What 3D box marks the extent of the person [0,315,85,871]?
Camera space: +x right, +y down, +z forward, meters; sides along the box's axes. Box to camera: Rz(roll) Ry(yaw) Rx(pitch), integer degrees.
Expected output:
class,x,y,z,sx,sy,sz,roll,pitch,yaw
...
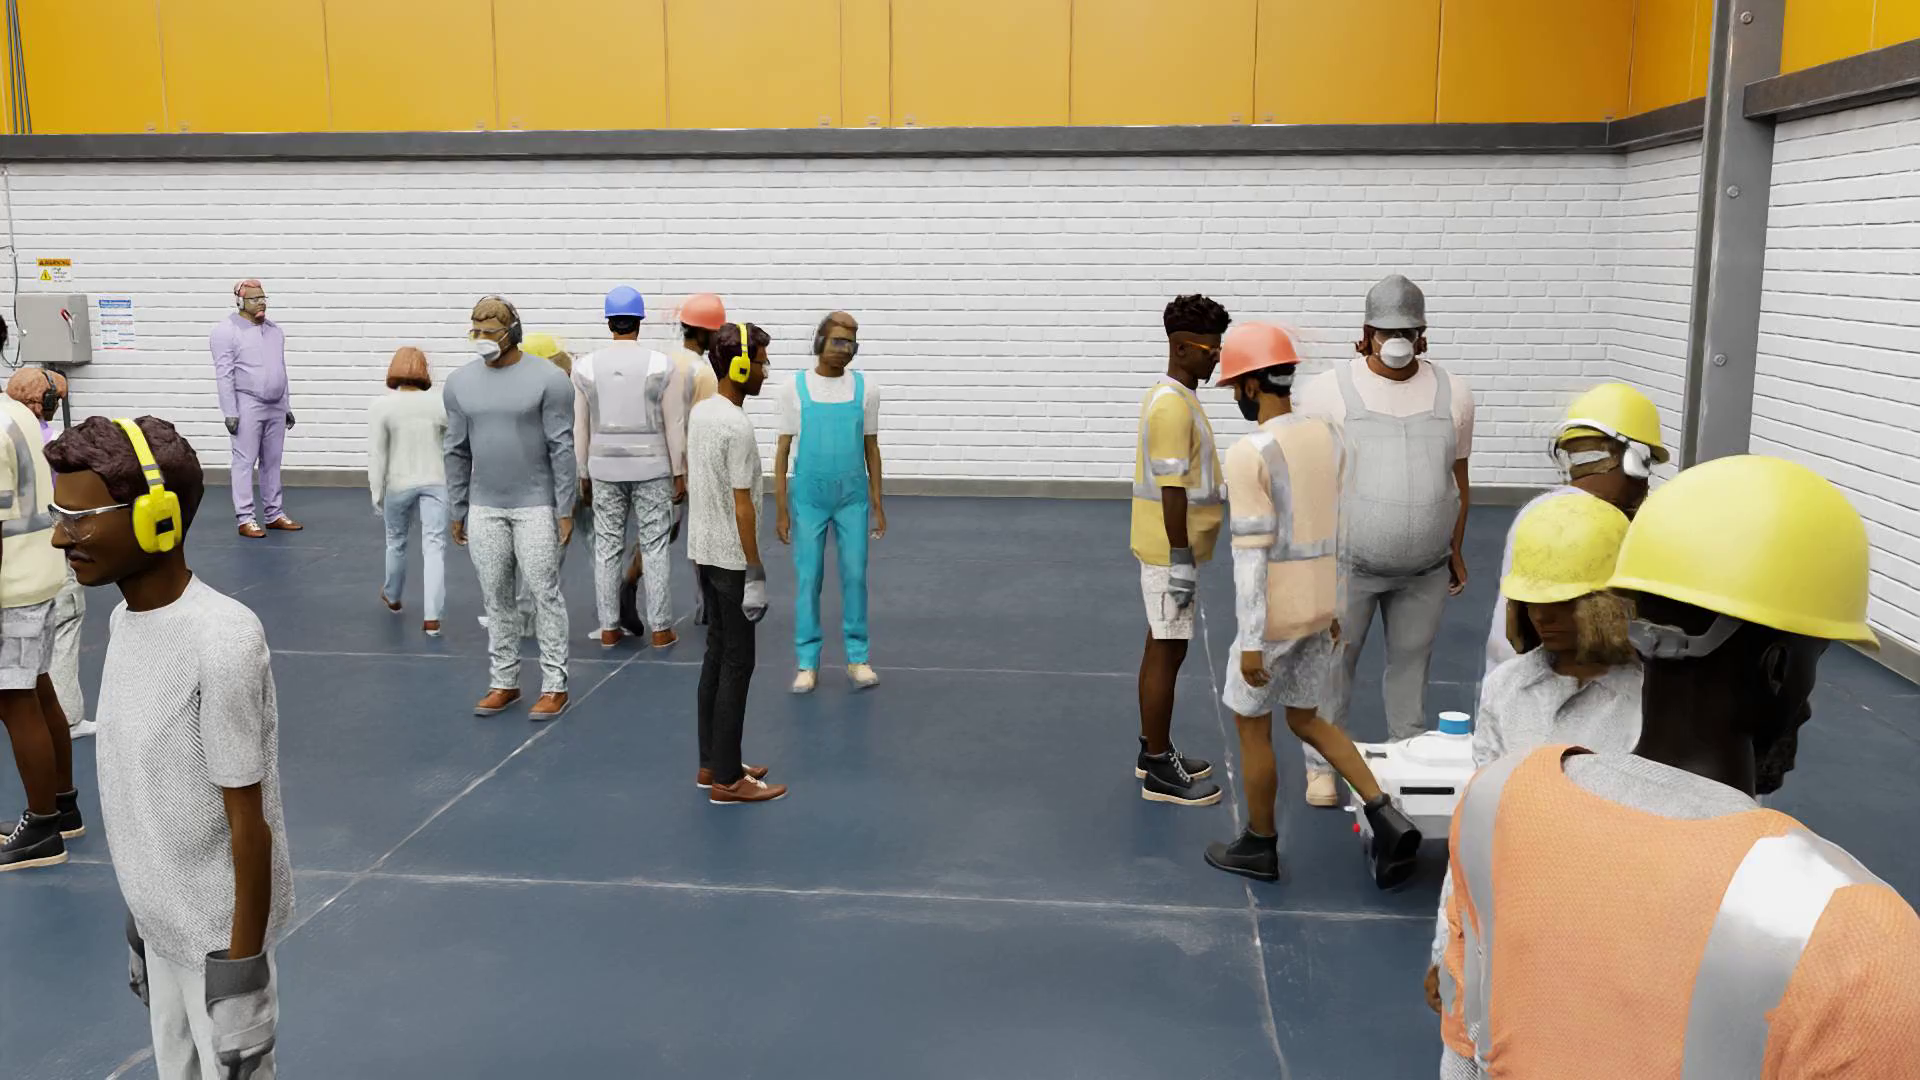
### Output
class,x,y,z,sx,sy,sz,roll,pitch,yaw
person,-3.304,0.159,5.755,0.373,1.958,0.598,-4,11,-20

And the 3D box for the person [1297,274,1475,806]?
class,x,y,z,sx,sy,sz,roll,pitch,yaw
person,1.622,0.018,6.310,0.684,2.000,0.535,0,10,-1

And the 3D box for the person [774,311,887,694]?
class,x,y,z,sx,sy,sz,roll,pitch,yaw
person,-0.627,-0.175,8.020,0.543,1.832,0.345,-2,10,-13

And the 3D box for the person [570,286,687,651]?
class,x,y,z,sx,sy,sz,roll,pitch,yaw
person,-1.746,-0.368,8.824,0.604,1.939,0.414,0,10,2

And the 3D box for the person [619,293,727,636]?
class,x,y,z,sx,sy,sz,roll,pitch,yaw
person,-1.562,-0.410,9.177,0.555,1.900,0.881,9,14,43

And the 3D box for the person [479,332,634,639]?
class,x,y,z,sx,sy,sz,roll,pitch,yaw
person,-2.186,-0.279,9.024,0.886,1.673,0.496,1,10,4

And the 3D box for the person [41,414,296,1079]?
class,x,y,z,sx,sy,sz,roll,pitch,yaw
person,-1.330,0.709,2.884,0.512,1.861,0.325,9,13,42

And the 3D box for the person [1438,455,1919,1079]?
class,x,y,z,sx,sy,sz,roll,pitch,yaw
person,0.766,0.865,1.806,0.373,1.921,0.585,-5,11,-26

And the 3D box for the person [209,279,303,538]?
class,x,y,z,sx,sy,sz,roll,pitch,yaw
person,-5.229,-0.981,12.412,0.408,1.908,0.641,4,11,22

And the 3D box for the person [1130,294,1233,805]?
class,x,y,z,sx,sy,sz,roll,pitch,yaw
person,0.848,0.031,6.466,0.376,1.959,0.600,1,10,4

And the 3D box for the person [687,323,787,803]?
class,x,y,z,sx,sy,sz,roll,pitch,yaw
person,-0.868,0.095,6.410,0.345,1.857,0.524,-5,11,-28

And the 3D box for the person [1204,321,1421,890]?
class,x,y,z,sx,sy,sz,roll,pitch,yaw
person,1.126,0.247,5.395,0.575,1.902,0.717,-9,13,-42

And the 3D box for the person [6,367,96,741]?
class,x,y,z,sx,sy,sz,roll,pitch,yaw
person,-3.956,0.071,7.181,0.519,1.631,0.325,1,10,8

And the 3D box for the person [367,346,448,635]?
class,x,y,z,sx,sy,sz,roll,pitch,yaw
person,-3.087,-0.291,9.387,0.496,1.581,0.888,-5,11,-26

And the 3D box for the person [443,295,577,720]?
class,x,y,z,sx,sy,sz,roll,pitch,yaw
person,-2.043,-0.142,7.566,0.636,1.928,0.383,2,10,11

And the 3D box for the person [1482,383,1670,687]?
class,x,y,z,sx,sy,sz,roll,pitch,yaw
person,1.525,0.531,4.071,0.437,1.802,0.781,1,10,3

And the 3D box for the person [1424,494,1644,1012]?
class,x,y,z,sx,sy,sz,roll,pitch,yaw
person,1.031,0.770,2.914,0.739,1.710,0.507,-5,11,-28
